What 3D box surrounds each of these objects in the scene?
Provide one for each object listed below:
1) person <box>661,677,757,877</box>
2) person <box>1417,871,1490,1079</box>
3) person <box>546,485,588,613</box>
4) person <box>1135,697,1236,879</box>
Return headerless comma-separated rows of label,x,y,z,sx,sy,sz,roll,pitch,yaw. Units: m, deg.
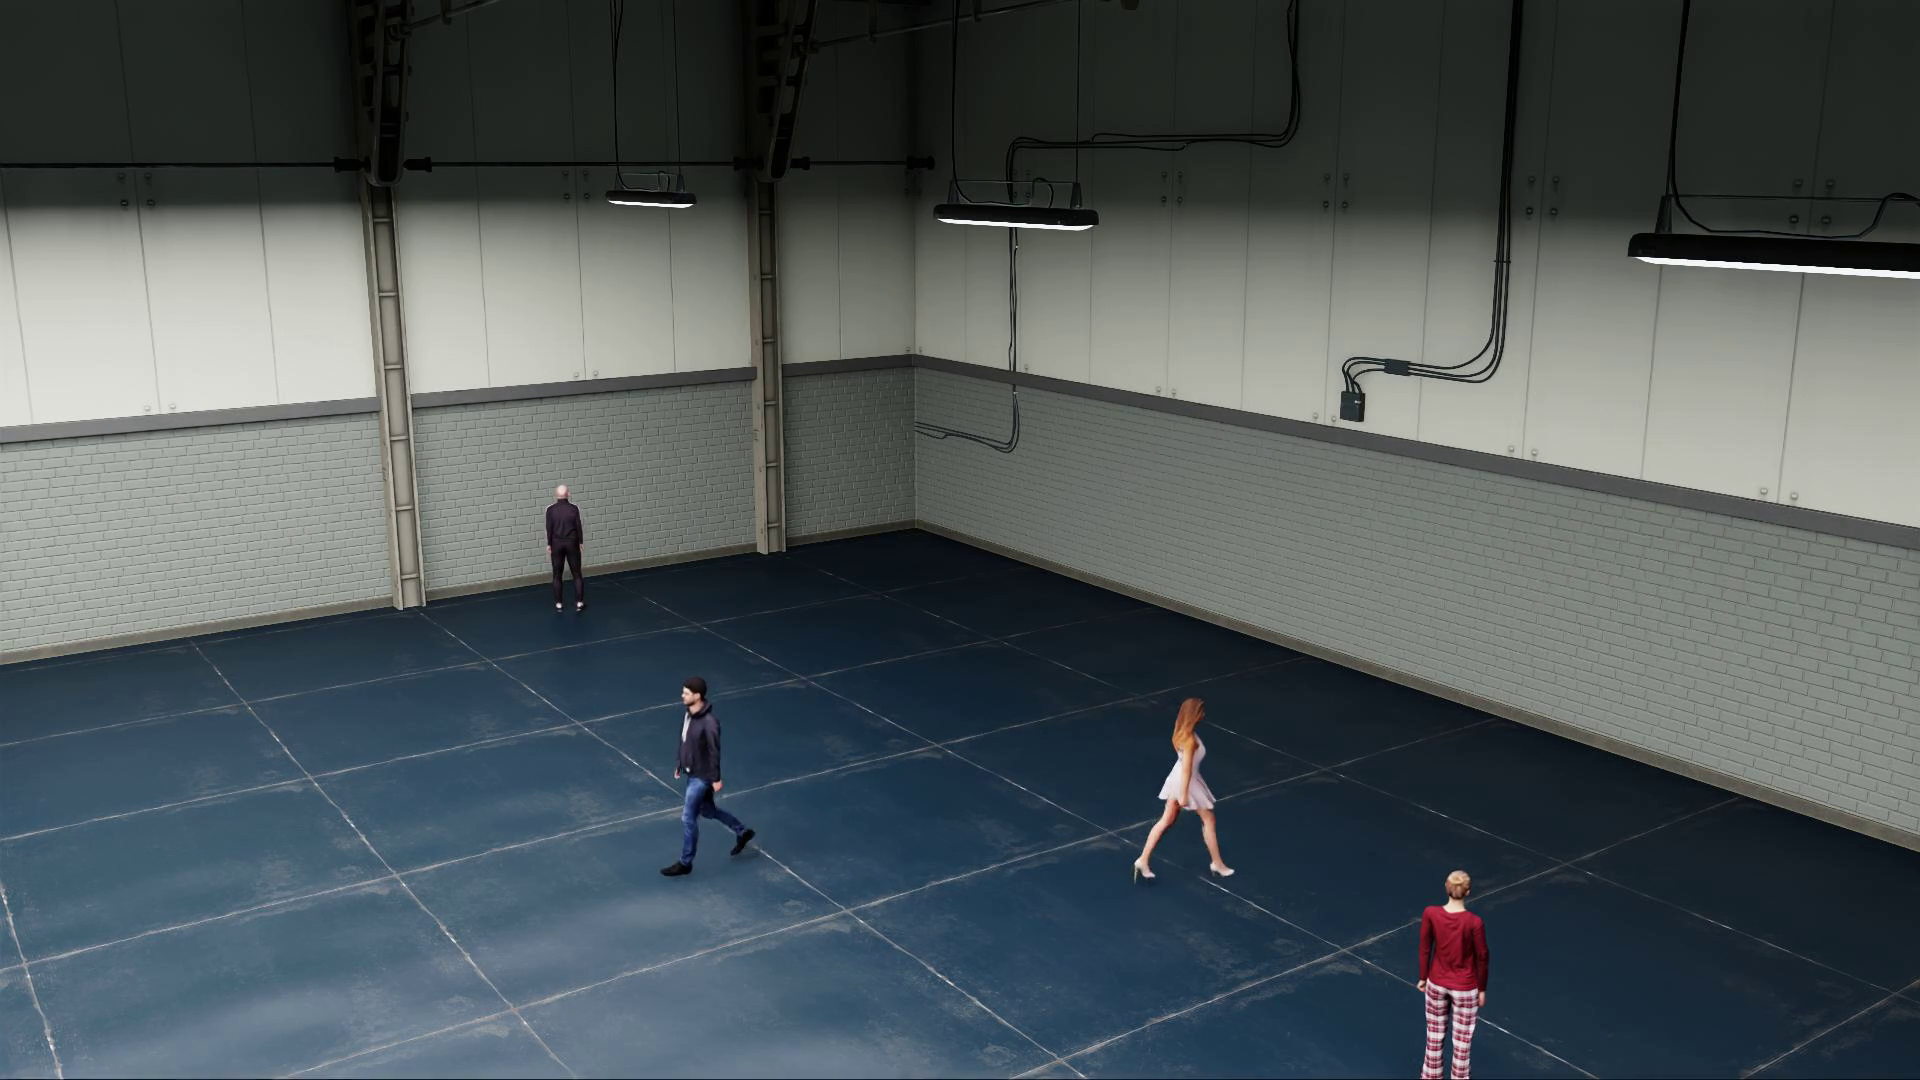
person,-2.278,2.126,15.174,1.209,1.859,0.737,-7,15,-29
person,3.407,3.061,11.500,0.684,1.696,0.651,7,15,29
person,-5.679,0.113,23.923,0.672,1.834,0.825,-2,13,-11
person,1.923,2.271,14.874,1.192,1.712,0.912,-1,13,-5
